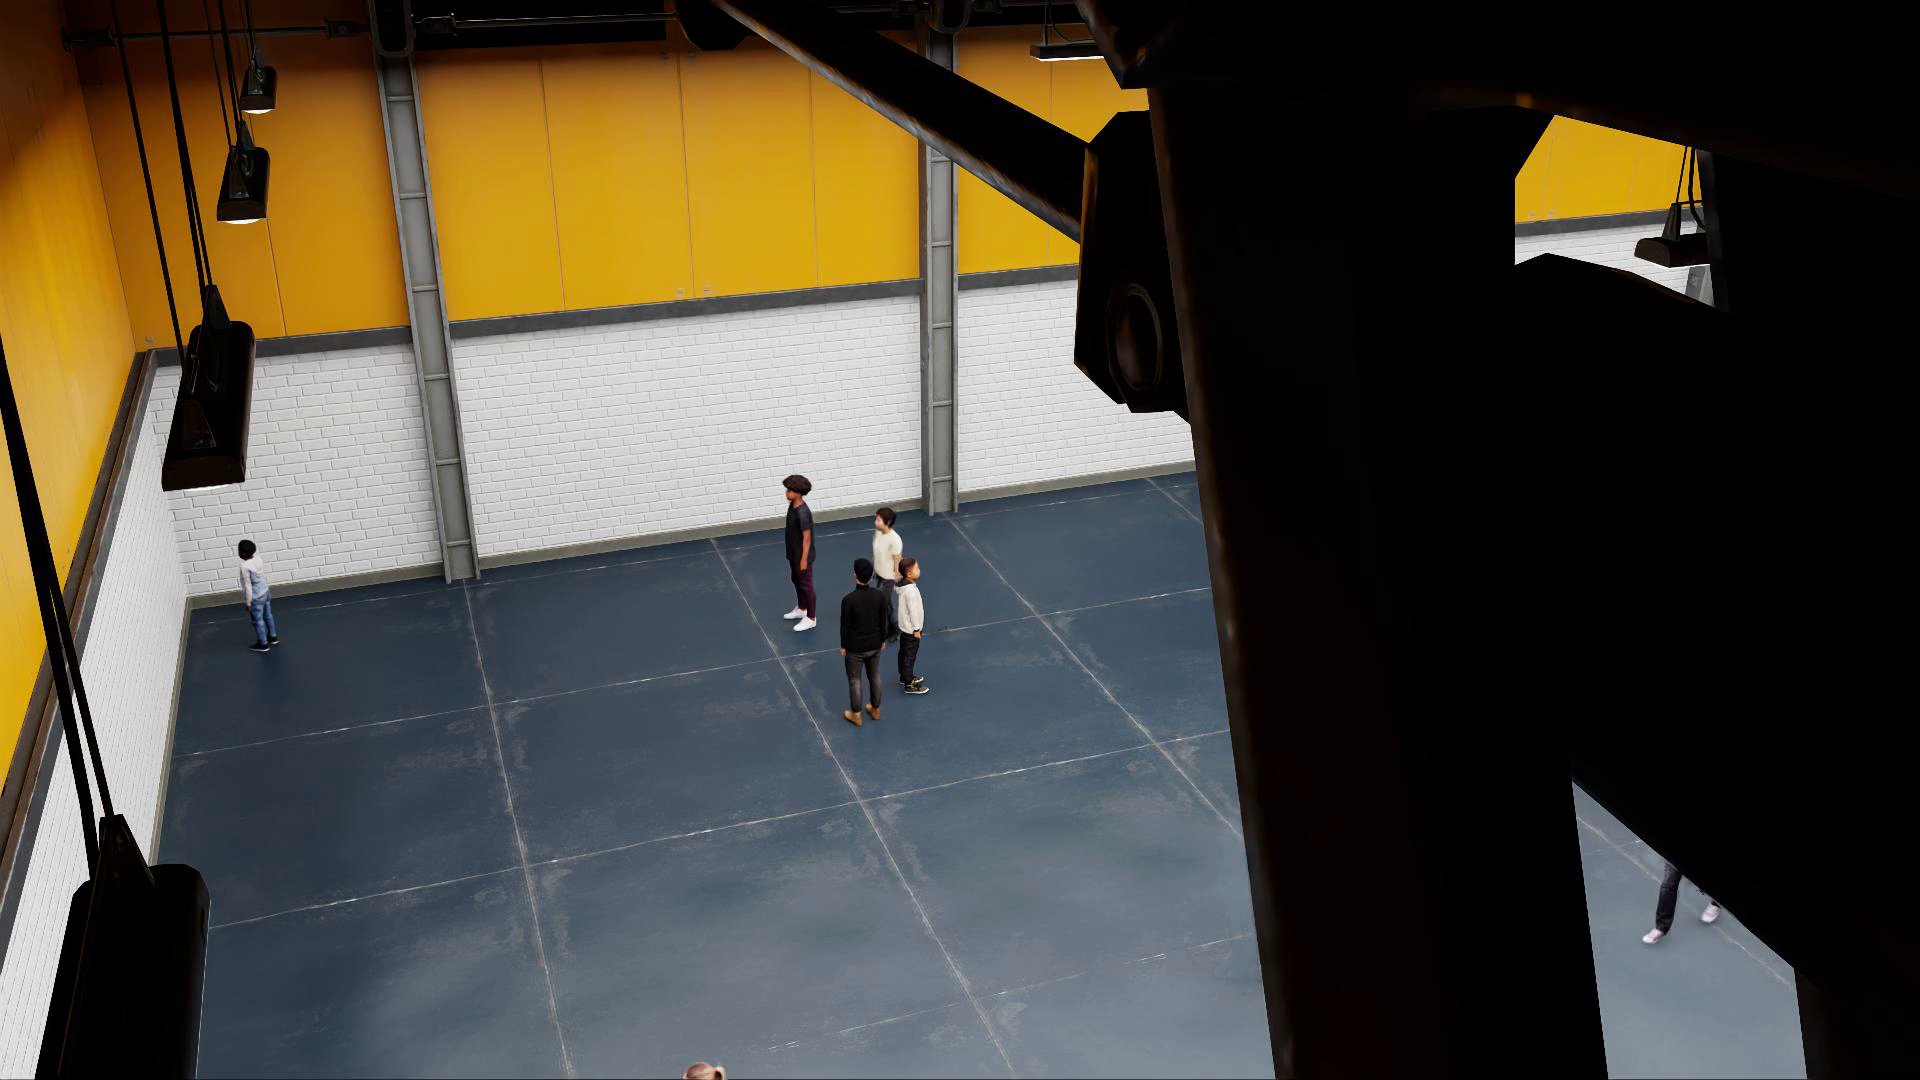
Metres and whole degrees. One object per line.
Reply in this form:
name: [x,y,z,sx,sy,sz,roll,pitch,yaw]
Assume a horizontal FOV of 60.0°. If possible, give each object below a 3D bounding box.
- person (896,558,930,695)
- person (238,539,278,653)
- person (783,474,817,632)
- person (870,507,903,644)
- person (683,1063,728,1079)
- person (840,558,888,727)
person: [-0.519,0.853,16.919,0.553,1.455,0.598,-5,24,-12]
person: [-7.535,0.577,17.794,0.610,1.260,0.567,6,24,13]
person: [-1.745,0.109,18.212,0.548,1.784,0.619,-9,25,-20]
person: [-0.724,0.371,17.870,0.605,1.577,0.624,-12,26,-25]
person: [-1.482,3.788,9.894,0.558,1.704,0.607,-14,27,-28]
person: [-0.948,0.989,16.277,0.525,1.720,0.735,-13,27,-27]
